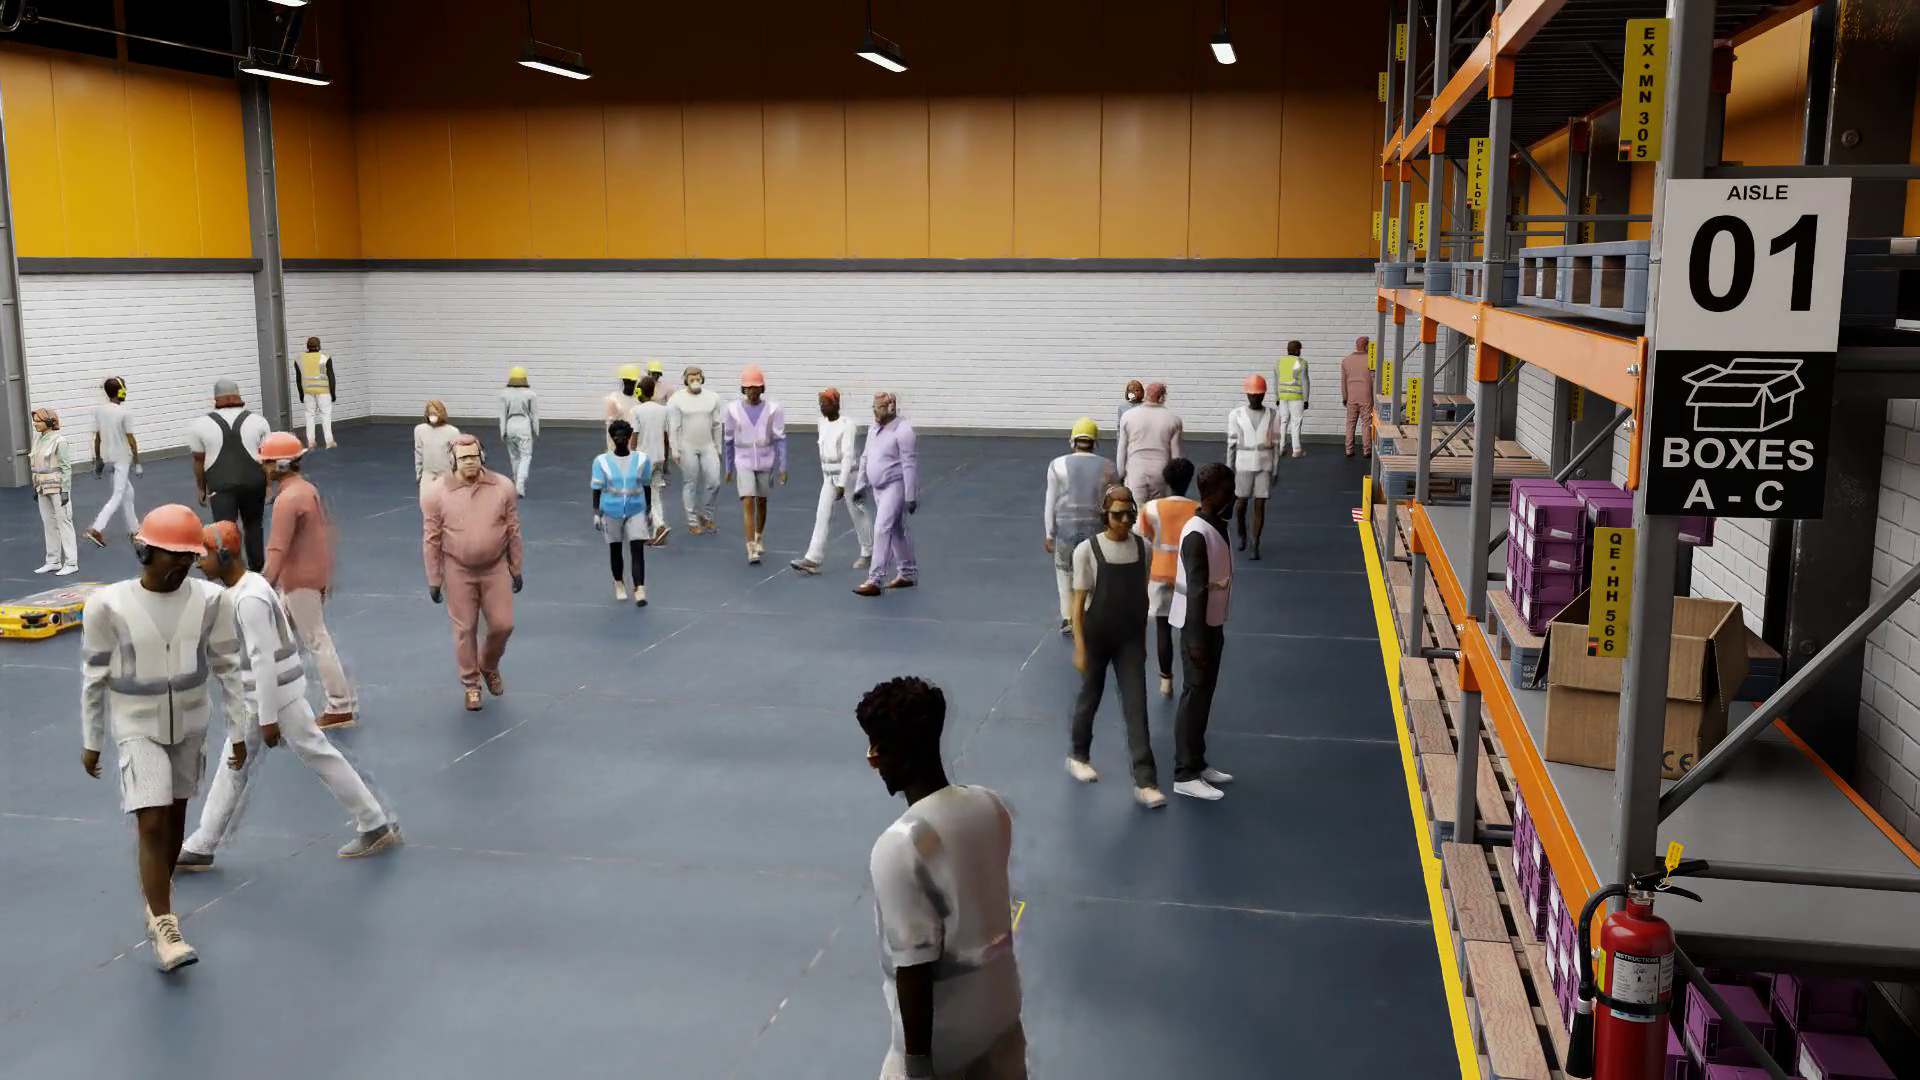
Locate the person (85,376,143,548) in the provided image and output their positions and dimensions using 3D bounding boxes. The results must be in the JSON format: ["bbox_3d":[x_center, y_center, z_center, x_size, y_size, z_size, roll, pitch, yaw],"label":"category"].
[{"bbox_3d":[-9.161,-0.851,17.992,0.540,1.838,0.922,4,10,23],"label":"person"}]

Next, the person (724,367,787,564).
[{"bbox_3d":[-2.092,-0.777,17.063,0.628,1.989,1.042,-2,10,-10],"label":"person"}]

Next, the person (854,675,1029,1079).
[{"bbox_3d":[-0.080,1.320,4.663,1.013,1.894,0.635,7,12,35],"label":"person"}]

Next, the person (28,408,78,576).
[{"bbox_3d":[-8.876,-0.472,16.263,0.522,1.640,0.306,5,11,27],"label":"person"}]

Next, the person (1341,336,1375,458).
[{"bbox_3d":[6.310,-2.243,26.129,0.636,1.911,0.405,7,12,38],"label":"person"}]

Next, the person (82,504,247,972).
[{"bbox_3d":[-3.428,0.847,7.248,0.634,1.991,1.004,-8,12,-39],"label":"person"}]

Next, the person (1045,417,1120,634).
[{"bbox_3d":[0.986,-0.086,13.416,0.615,1.812,0.498,0,9,-1],"label":"person"}]

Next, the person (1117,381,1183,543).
[{"bbox_3d":[1.908,-0.663,16.776,0.658,1.867,0.720,1,9,5],"label":"person"}]

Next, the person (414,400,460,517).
[{"bbox_3d":[-5.497,-0.668,17.507,0.517,1.611,0.439,0,9,2],"label":"person"}]

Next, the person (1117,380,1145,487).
[{"bbox_3d":[2.147,-1.149,20.389,0.493,1.624,0.280,6,11,30],"label":"person"}]

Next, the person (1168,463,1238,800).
[{"bbox_3d":[1.390,0.505,9.542,0.371,1.916,0.597,3,10,18],"label":"person"}]

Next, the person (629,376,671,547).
[{"bbox_3d":[-3.298,-0.818,17.733,0.474,1.843,0.571,8,12,38],"label":"person"}]

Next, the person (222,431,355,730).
[{"bbox_3d":[-4.418,0.280,10.765,0.950,1.951,0.640,-2,10,-9],"label":"person"}]

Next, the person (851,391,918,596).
[{"bbox_3d":[-0.753,-0.430,15.333,0.889,1.873,0.668,-6,11,-30],"label":"person"}]

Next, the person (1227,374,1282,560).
[{"bbox_3d":[3.031,-0.756,17.145,0.543,1.922,0.476,1,9,6],"label":"person"}]

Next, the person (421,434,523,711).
[{"bbox_3d":[-3.311,0.218,11.348,0.665,1.888,0.433,-5,10,-25],"label":"person"}]

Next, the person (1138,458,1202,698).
[{"bbox_3d":[1.526,0.247,11.802,0.548,1.668,0.683,1,10,8],"label":"person"}]

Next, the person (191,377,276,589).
[{"bbox_3d":[-6.793,-0.559,15.583,0.703,2.000,0.904,-4,10,-24],"label":"person"}]

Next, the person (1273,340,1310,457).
[{"bbox_3d":[5.252,-2.229,26.251,0.429,1.839,0.634,-9,13,-43],"label":"person"}]

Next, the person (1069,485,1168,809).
[{"bbox_3d":[0.879,0.581,9.490,0.520,1.796,0.949,-3,10,-16],"label":"person"}]

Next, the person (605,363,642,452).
[{"bbox_3d":[-3.920,-1.118,19.389,0.678,1.905,0.586,9,13,43],"label":"person"}]

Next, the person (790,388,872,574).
[{"bbox_3d":[-1.211,-0.577,16.343,0.600,1.830,1.012,9,13,44],"label":"person"}]

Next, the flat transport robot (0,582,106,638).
[{"bbox_3d":[-7.576,0.576,14.063,0.652,0.197,1.431,2,10,11],"label":"flat transport robot"}]

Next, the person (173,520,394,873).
[{"bbox_3d":[-3.456,0.776,8.350,1.159,1.793,0.592,-6,11,-30],"label":"person"}]

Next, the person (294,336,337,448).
[{"bbox_3d":[-10.637,-2.442,27.527,0.628,1.841,0.429,0,9,-2],"label":"person"}]

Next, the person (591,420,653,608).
[{"bbox_3d":[-2.977,-0.226,14.707,0.548,1.651,0.843,-3,10,-15],"label":"person"}]

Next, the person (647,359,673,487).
[{"bbox_3d":[-4.186,-1.618,22.834,0.535,1.746,0.582,-2,10,-10],"label":"person"}]

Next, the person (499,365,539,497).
[{"bbox_3d":[-5.778,-1.419,21.758,0.492,1.718,0.774,0,9,-3],"label":"person"}]

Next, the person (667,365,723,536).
[{"bbox_3d":[-2.936,-0.991,18.569,0.649,1.913,0.474,-5,11,-28],"label":"person"}]
